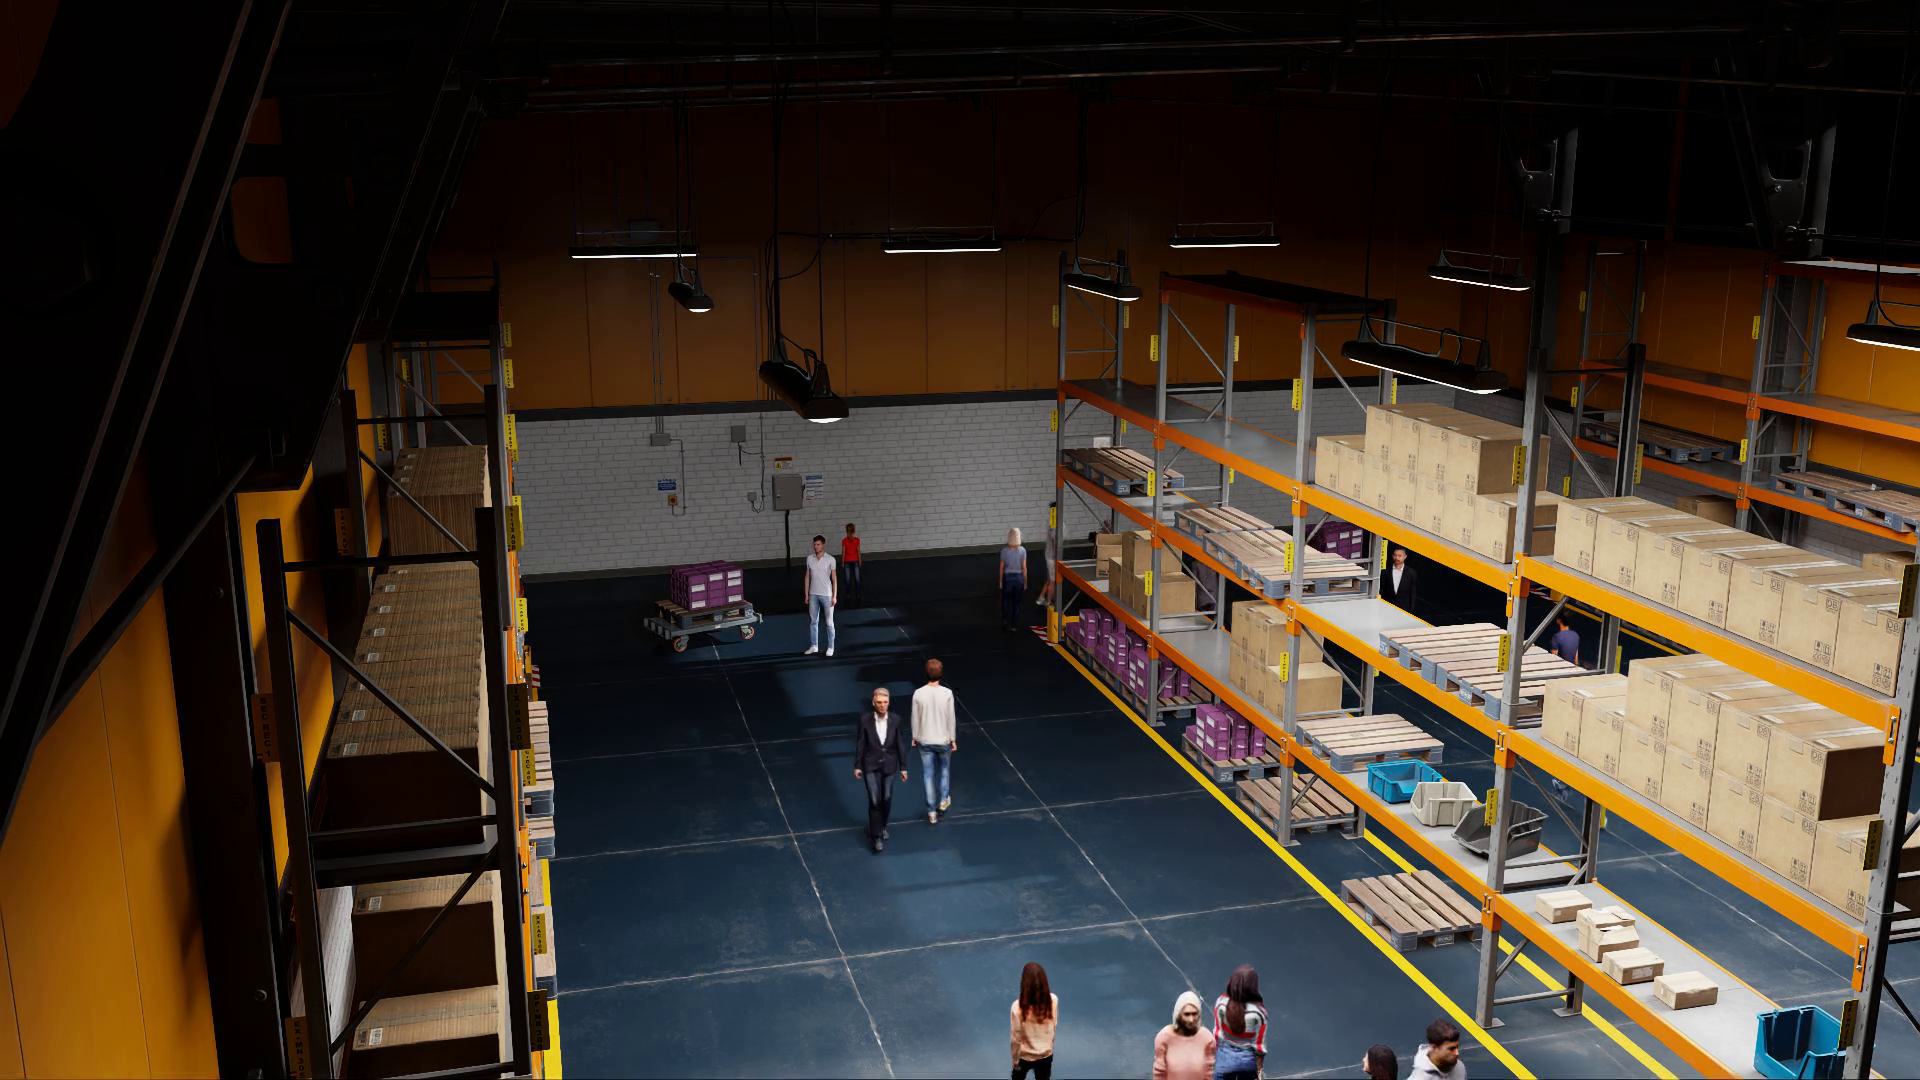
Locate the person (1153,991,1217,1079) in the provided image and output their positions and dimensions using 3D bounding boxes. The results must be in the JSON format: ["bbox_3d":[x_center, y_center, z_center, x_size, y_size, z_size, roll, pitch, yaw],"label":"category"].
[{"bbox_3d":[1.603,4.033,12.107,0.646,1.720,0.640,-1,14,-5],"label":"person"}]

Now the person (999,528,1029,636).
[{"bbox_3d":[0.832,0.668,26.020,0.706,1.713,0.761,2,14,8],"label":"person"}]

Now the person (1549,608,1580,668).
[{"bbox_3d":[7.781,1.769,21.336,0.777,1.777,1.031,-7,15,-26],"label":"person"}]

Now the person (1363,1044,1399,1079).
[{"bbox_3d":[2.889,4.230,11.469,0.775,1.638,0.704,6,15,24],"label":"person"}]

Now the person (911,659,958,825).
[{"bbox_3d":[-0.295,2.311,18.866,0.832,1.887,0.958,0,14,2],"label":"person"}]

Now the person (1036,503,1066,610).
[{"bbox_3d":[1.518,0.272,27.426,0.921,1.821,0.821,0,14,1],"label":"person"}]

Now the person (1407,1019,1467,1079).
[{"bbox_3d":[3.153,4.120,11.338,0.895,1.913,1.073,-10,17,-34],"label":"person"}]

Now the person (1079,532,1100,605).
[{"bbox_3d":[2.290,0.483,27.787,0.695,1.240,0.811,-9,16,-33],"label":"person"}]

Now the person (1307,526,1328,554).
[{"bbox_3d":[5.668,0.566,26.705,0.782,1.588,0.787,-8,16,-29],"label":"person"}]

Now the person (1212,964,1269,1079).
[{"bbox_3d":[2.074,3.984,12.577,0.915,1.593,1.043,5,15,21],"label":"person"}]

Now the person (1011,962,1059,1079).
[{"bbox_3d":[0.593,3.987,12.828,0.576,1.470,0.657,-4,14,-16],"label":"person"}]

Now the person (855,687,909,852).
[{"bbox_3d":[-0.892,2.463,18.441,0.745,1.791,0.943,-3,14,-11],"label":"person"}]

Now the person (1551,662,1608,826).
[{"bbox_3d":[7.185,2.357,18.863,0.788,1.797,1.261,-5,15,-21],"label":"person"}]

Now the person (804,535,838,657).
[{"bbox_3d":[-2.091,0.828,25.067,0.734,1.850,0.732,4,14,16],"label":"person"}]

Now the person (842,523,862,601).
[{"bbox_3d":[-1.833,0.363,28.140,0.496,1.309,0.504,-2,14,-10],"label":"person"}]

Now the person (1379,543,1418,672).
[{"bbox_3d":[6.365,0.978,24.237,0.794,1.950,0.824,6,15,23],"label":"person"}]
